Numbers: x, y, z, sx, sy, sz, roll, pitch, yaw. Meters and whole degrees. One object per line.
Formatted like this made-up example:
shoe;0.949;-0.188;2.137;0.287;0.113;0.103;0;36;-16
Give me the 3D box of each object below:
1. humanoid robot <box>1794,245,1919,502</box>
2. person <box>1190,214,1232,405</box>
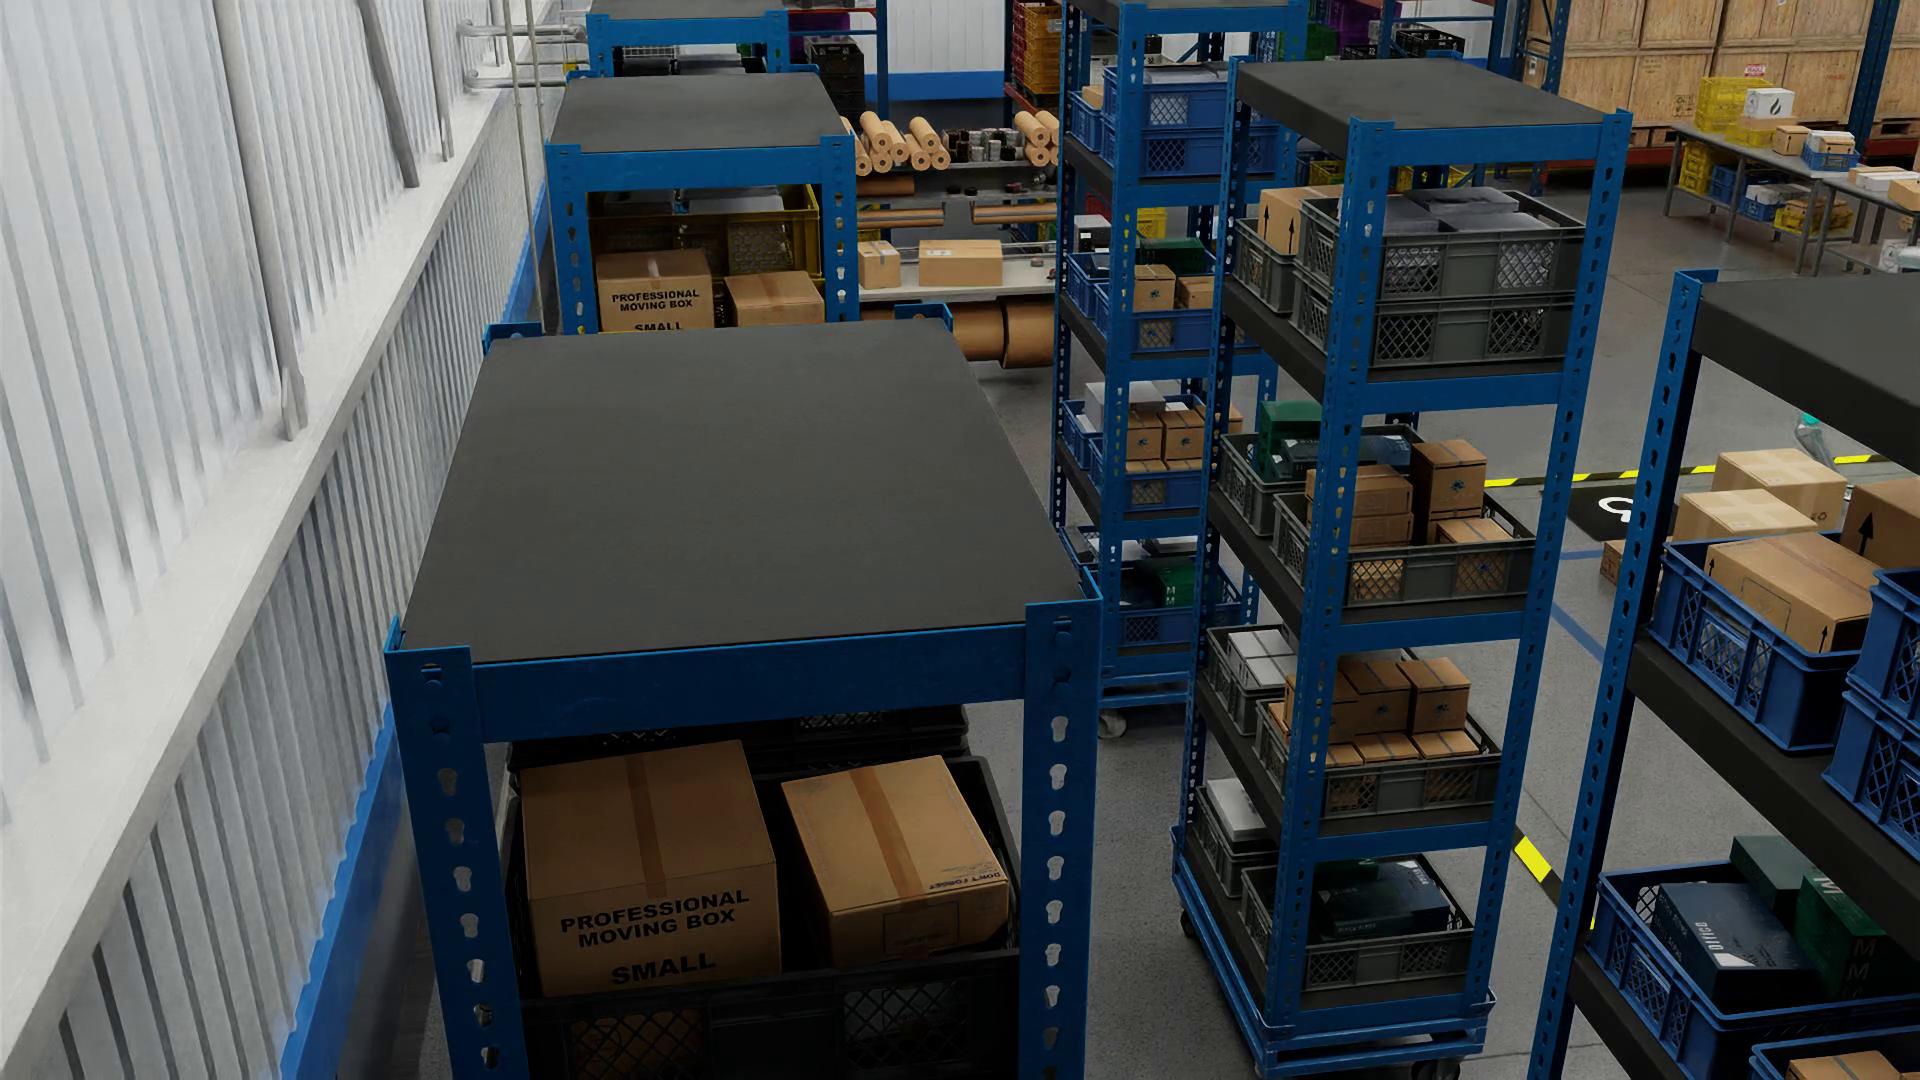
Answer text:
humanoid robot;5.774;-1.105;10.780;0.735;1.675;0.533;14;28;28
person;1.668;-1.266;11.155;0.366;1.852;0.594;-3;25;-6
